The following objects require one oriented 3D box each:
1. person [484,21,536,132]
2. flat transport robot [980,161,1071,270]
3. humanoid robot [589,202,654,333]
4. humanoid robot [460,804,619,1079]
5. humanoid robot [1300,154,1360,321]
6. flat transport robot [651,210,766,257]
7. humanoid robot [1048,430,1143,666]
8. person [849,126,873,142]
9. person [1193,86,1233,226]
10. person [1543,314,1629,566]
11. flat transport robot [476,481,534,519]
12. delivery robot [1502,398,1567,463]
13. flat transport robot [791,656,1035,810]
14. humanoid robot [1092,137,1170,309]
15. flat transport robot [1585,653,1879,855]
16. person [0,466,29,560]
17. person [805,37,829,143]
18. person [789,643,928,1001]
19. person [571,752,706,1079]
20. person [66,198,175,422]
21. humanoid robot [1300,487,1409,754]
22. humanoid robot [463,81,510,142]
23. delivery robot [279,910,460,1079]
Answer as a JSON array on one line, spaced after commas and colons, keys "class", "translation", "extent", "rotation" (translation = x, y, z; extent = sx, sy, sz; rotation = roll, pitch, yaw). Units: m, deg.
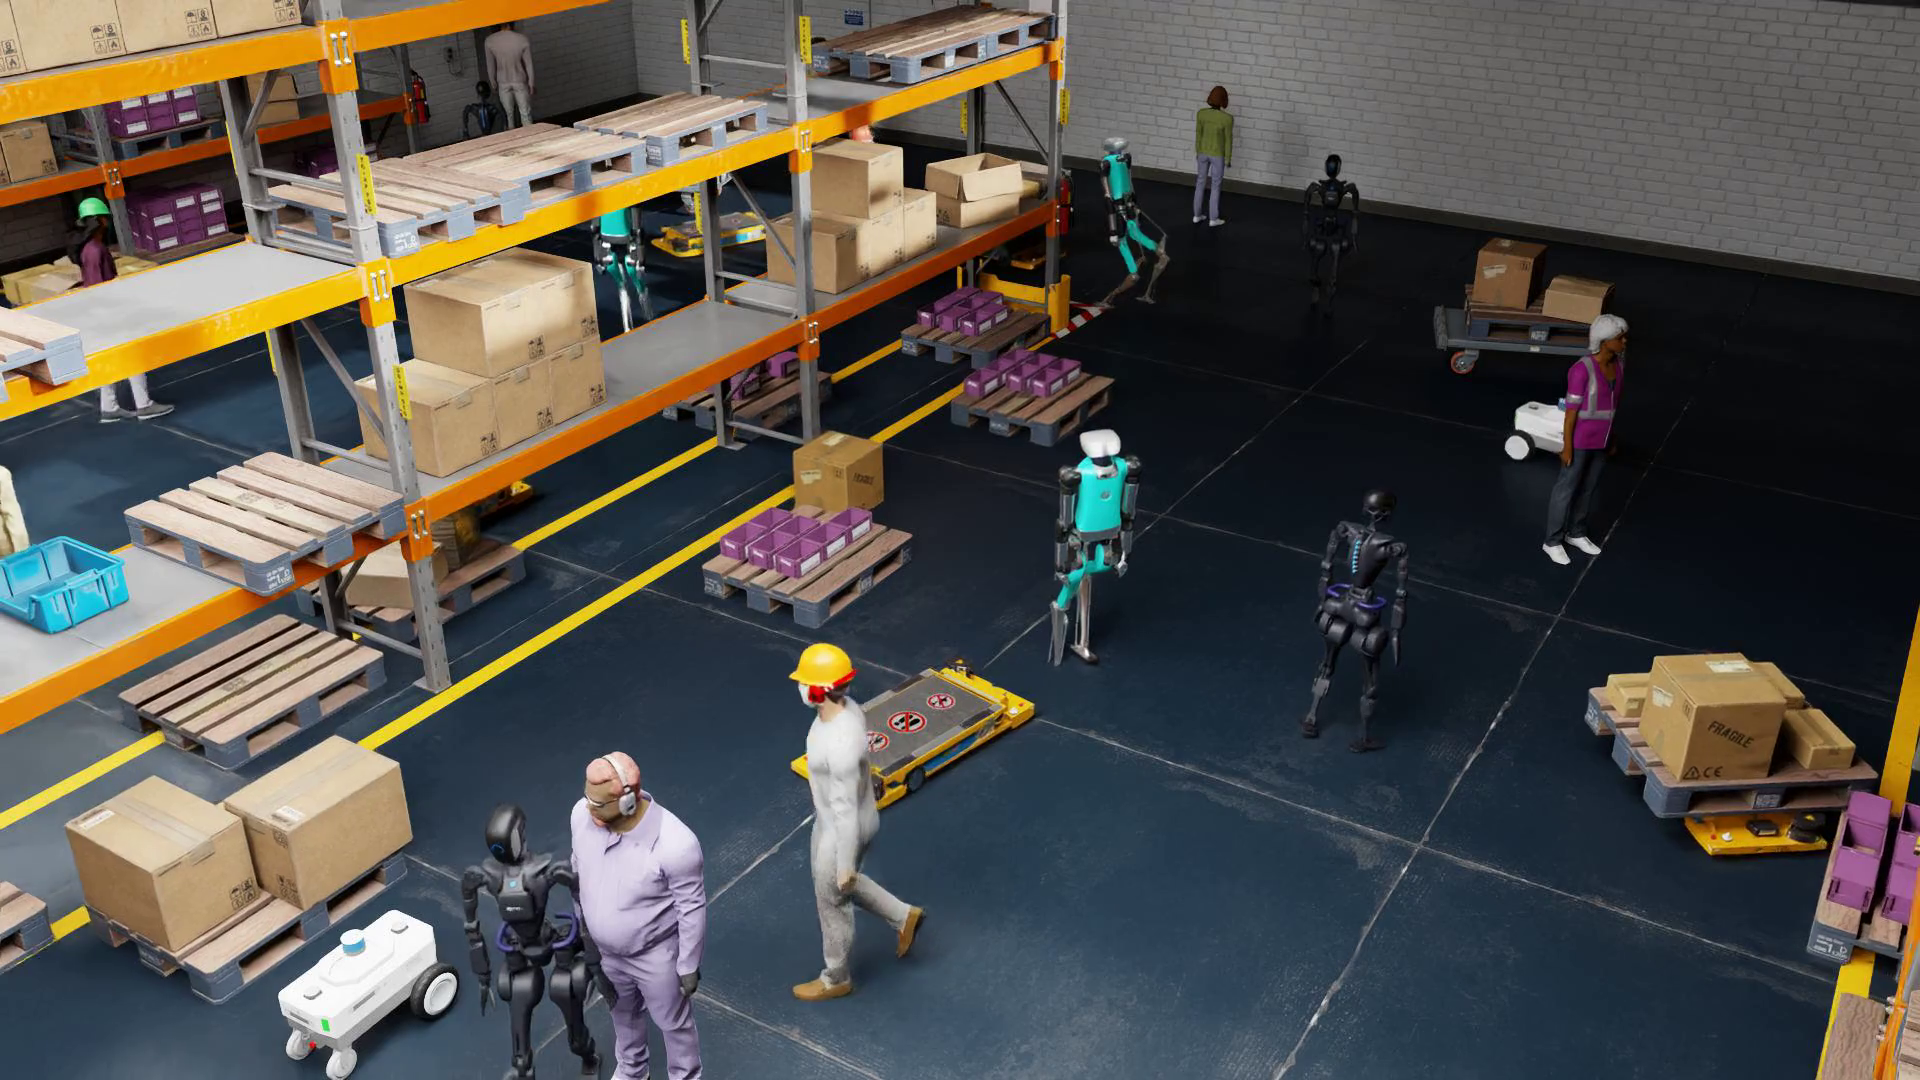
[{"class": "person", "translation": [-6.057, -6.170, 22.516], "extent": [0.627, 1.936, 0.374], "rotation": [-2, 27, -4]}, {"class": "flat transport robot", "translation": [0.448, -3.330, 18.760], "extent": [1.431, 0.231, 0.659], "rotation": [20, 33, 34]}, {"class": "humanoid robot", "translation": [-3.195, -2.739, 16.079], "extent": [0.543, 1.876, 0.805], "rotation": [4, 27, 9]}, {"class": "humanoid robot", "translation": [-1.769, 1.830, 7.071], "extent": [0.619, 1.640, 0.609], "rotation": [0, 27, -1]}, {"class": "humanoid robot", "translation": [3.732, -3.067, 16.700], "extent": [0.596, 1.646, 0.565], "rotation": [6, 28, 12]}, {"class": "flat transport robot", "translation": [-2.768, -3.526, 19.146], "extent": [1.431, 0.231, 0.659], "rotation": [-19, 33, -33]}, {"class": "humanoid robot", "translation": [0.766, 0.098, 10.528], "extent": [0.536, 1.888, 0.788], "rotation": [-9, 28, -17]}, {"class": "person", "translation": [-0.942, -3.572, 17.633], "extent": [0.760, 1.719, 0.593], "rotation": [-19, 33, -33]}, {"class": "person", "translation": [2.986, -4.531, 19.625], "extent": [0.492, 1.624, 0.281], "rotation": [19, 33, 33]}, {"class": "person", "translation": [4.497, -0.723, 11.880], "extent": [0.523, 1.844, 0.335], "rotation": [-15, 30, -27]}, {"class": "flat transport robot", "translation": [-4.005, -0.230, 12.651], "extent": [0.659, 0.231, 1.431], "rotation": [16, 31, 29]}, {"class": "delivery robot", "translation": [4.900, -0.870, 13.587], "extent": [0.775, 0.585, 0.499], "rotation": [24, 35, 39]}, {"class": "flat transport robot", "translation": [-0.263, 1.144, 9.944], "extent": [0.659, 0.231, 1.431], "rotation": [23, 35, 38]}, {"class": "humanoid robot", "translation": [1.817, -3.124, 16.772], "extent": [0.928, 1.747, 0.546], "rotation": [17, 32, 30]}, {"class": "flat transport robot", "translation": [4.325, 1.312, 9.613], "extent": [0.659, 0.231, 1.431], "rotation": [-2, 27, -4]}, {"class": "person", "translation": [-6.200, 0.035, 10.537], "extent": [0.579, 1.700, 0.888], "rotation": [-3, 27, -5]}, {"class": "person", "translation": [-1.919, -5.610, 21.551], "extent": [0.642, 1.814, 0.599], "rotation": [-21, 33, -35]}, {"class": "person", "translation": [-0.491, 1.330, 7.810], "extent": [0.617, 1.874, 0.616], "rotation": [-4, 27, -7]}, {"class": "person", "translation": [-1.375, 1.710, 7.023], "extent": [0.651, 1.904, 0.406], "rotation": [14, 30, 25]}, {"class": "person", "translation": [-7.243, -1.956, 14.254], "extent": [0.667, 1.890, 0.578], "rotation": [-16, 31, -29]}, {"class": "humanoid robot", "translation": [2.305, 0.465, 9.724], "extent": [0.608, 1.635, 0.391], "rotation": [24, 35, 38]}, {"class": "humanoid robot", "translation": [-5.604, -4.605, 19.724], "extent": [0.595, 1.646, 0.428], "rotation": [-2, 27, -4]}, {"class": "delivery robot", "translation": [-2.785, 2.081, 7.782], "extent": [0.499, 0.595, 0.792], "rotation": [15, 30, 26]}]
